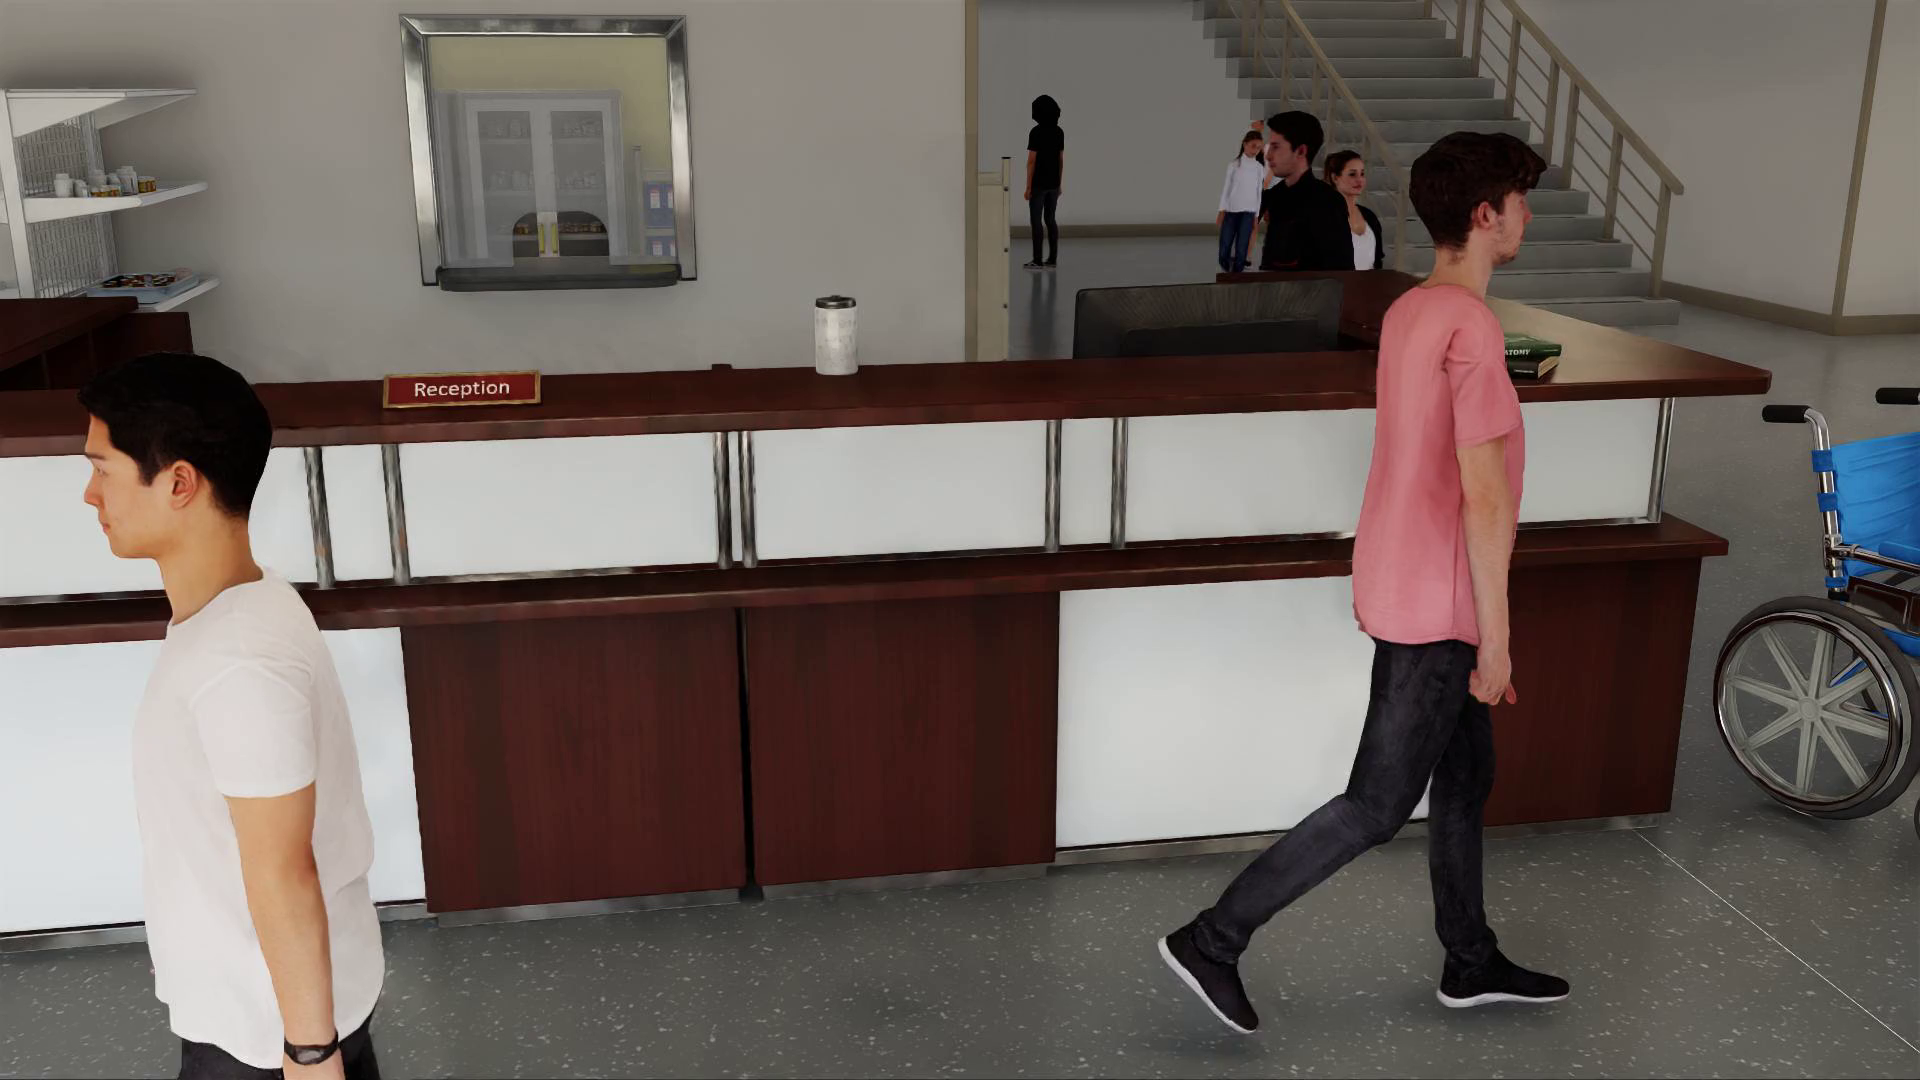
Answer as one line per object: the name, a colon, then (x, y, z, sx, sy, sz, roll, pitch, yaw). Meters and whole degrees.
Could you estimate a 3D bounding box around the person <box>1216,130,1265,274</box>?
person: (2.640, -3.068, 15.671, 0.691, 1.532, 0.860, 3, 16, 9)

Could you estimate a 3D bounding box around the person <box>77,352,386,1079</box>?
person: (-0.879, 0.587, 2.334, 0.828, 1.703, 0.884, -6, 17, -20)

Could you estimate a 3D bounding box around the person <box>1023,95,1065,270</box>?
person: (0.913, -3.847, 17.868, 0.708, 1.826, 0.701, -12, 20, -37)

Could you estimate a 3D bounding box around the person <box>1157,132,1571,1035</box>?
person: (0.872, 0.164, 3.475, 0.790, 1.928, 1.151, -1, 16, -3)

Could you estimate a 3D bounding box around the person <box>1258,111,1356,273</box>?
person: (1.531, -0.798, 6.941, 0.830, 1.901, 0.777, -3, 16, -10)

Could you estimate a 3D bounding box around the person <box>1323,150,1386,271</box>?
person: (1.951, -1.180, 8.766, 0.863, 1.644, 1.183, -8, 18, -27)
